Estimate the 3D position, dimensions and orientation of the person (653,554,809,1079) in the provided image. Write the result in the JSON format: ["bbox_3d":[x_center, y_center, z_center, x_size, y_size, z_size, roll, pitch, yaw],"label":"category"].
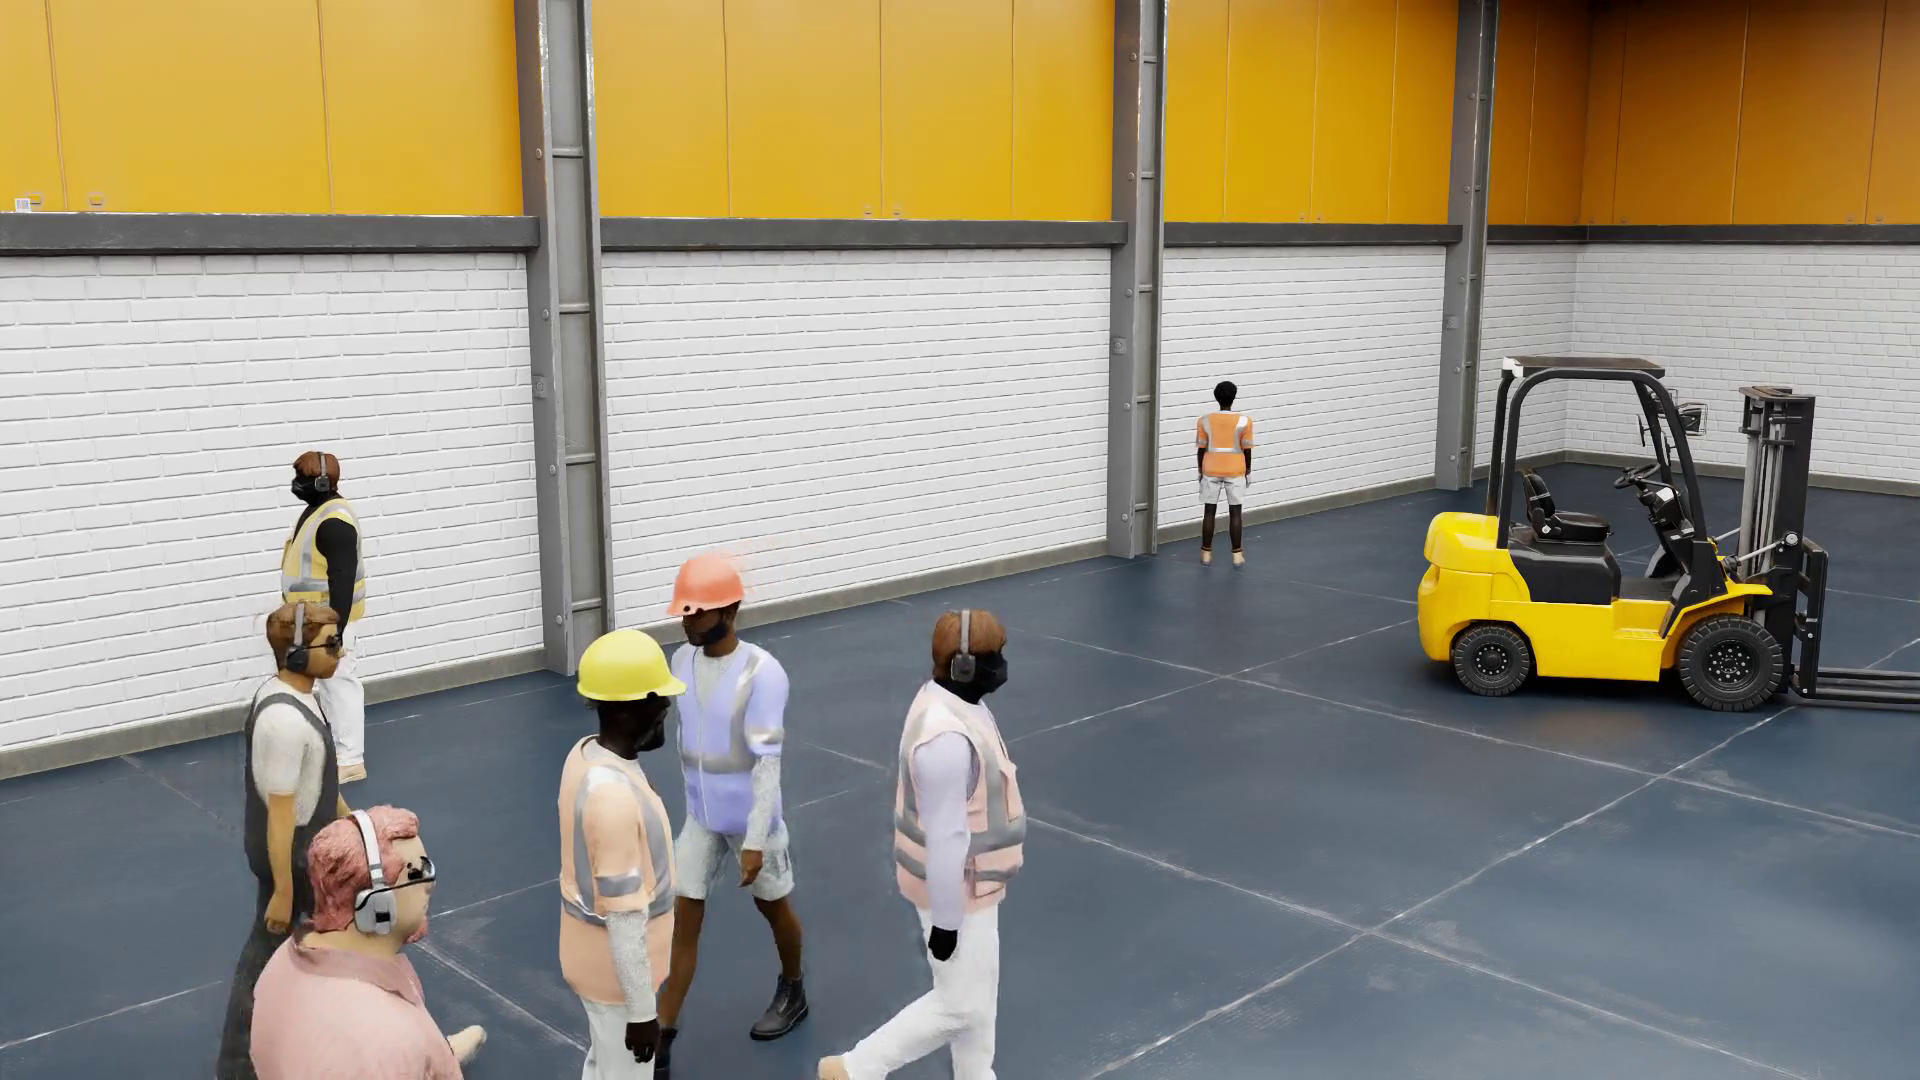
[{"bbox_3d":[-0.873,0.988,5.964,0.568,1.882,0.984,7,12,34],"label":"person"}]

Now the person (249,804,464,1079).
[{"bbox_3d":[-1.091,1.446,3.491,0.877,1.872,0.673,-9,13,-39],"label":"person"}]

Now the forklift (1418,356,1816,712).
[{"bbox_3d":[4.276,-0.101,11.076,2.313,2.155,1.214,2,11,13],"label":"forklift"}]

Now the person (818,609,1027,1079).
[{"bbox_3d":[-0.086,1.117,5.444,0.654,1.829,0.634,0,10,2],"label":"person"}]

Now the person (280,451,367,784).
[{"bbox_3d":[-3.501,0.424,9.173,0.428,1.846,0.625,-6,12,-32],"label":"person"}]

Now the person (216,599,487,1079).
[{"bbox_3d":[-2.167,1.081,5.719,0.938,1.793,0.510,-6,12,-28],"label":"person"}]

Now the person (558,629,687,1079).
[{"bbox_3d":[-0.943,1.197,4.724,0.373,1.928,0.584,-4,11,-18],"label":"person"}]

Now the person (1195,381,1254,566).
[{"bbox_3d":[2.414,-0.606,15.217,0.538,1.695,0.320,4,11,19],"label":"person"}]
